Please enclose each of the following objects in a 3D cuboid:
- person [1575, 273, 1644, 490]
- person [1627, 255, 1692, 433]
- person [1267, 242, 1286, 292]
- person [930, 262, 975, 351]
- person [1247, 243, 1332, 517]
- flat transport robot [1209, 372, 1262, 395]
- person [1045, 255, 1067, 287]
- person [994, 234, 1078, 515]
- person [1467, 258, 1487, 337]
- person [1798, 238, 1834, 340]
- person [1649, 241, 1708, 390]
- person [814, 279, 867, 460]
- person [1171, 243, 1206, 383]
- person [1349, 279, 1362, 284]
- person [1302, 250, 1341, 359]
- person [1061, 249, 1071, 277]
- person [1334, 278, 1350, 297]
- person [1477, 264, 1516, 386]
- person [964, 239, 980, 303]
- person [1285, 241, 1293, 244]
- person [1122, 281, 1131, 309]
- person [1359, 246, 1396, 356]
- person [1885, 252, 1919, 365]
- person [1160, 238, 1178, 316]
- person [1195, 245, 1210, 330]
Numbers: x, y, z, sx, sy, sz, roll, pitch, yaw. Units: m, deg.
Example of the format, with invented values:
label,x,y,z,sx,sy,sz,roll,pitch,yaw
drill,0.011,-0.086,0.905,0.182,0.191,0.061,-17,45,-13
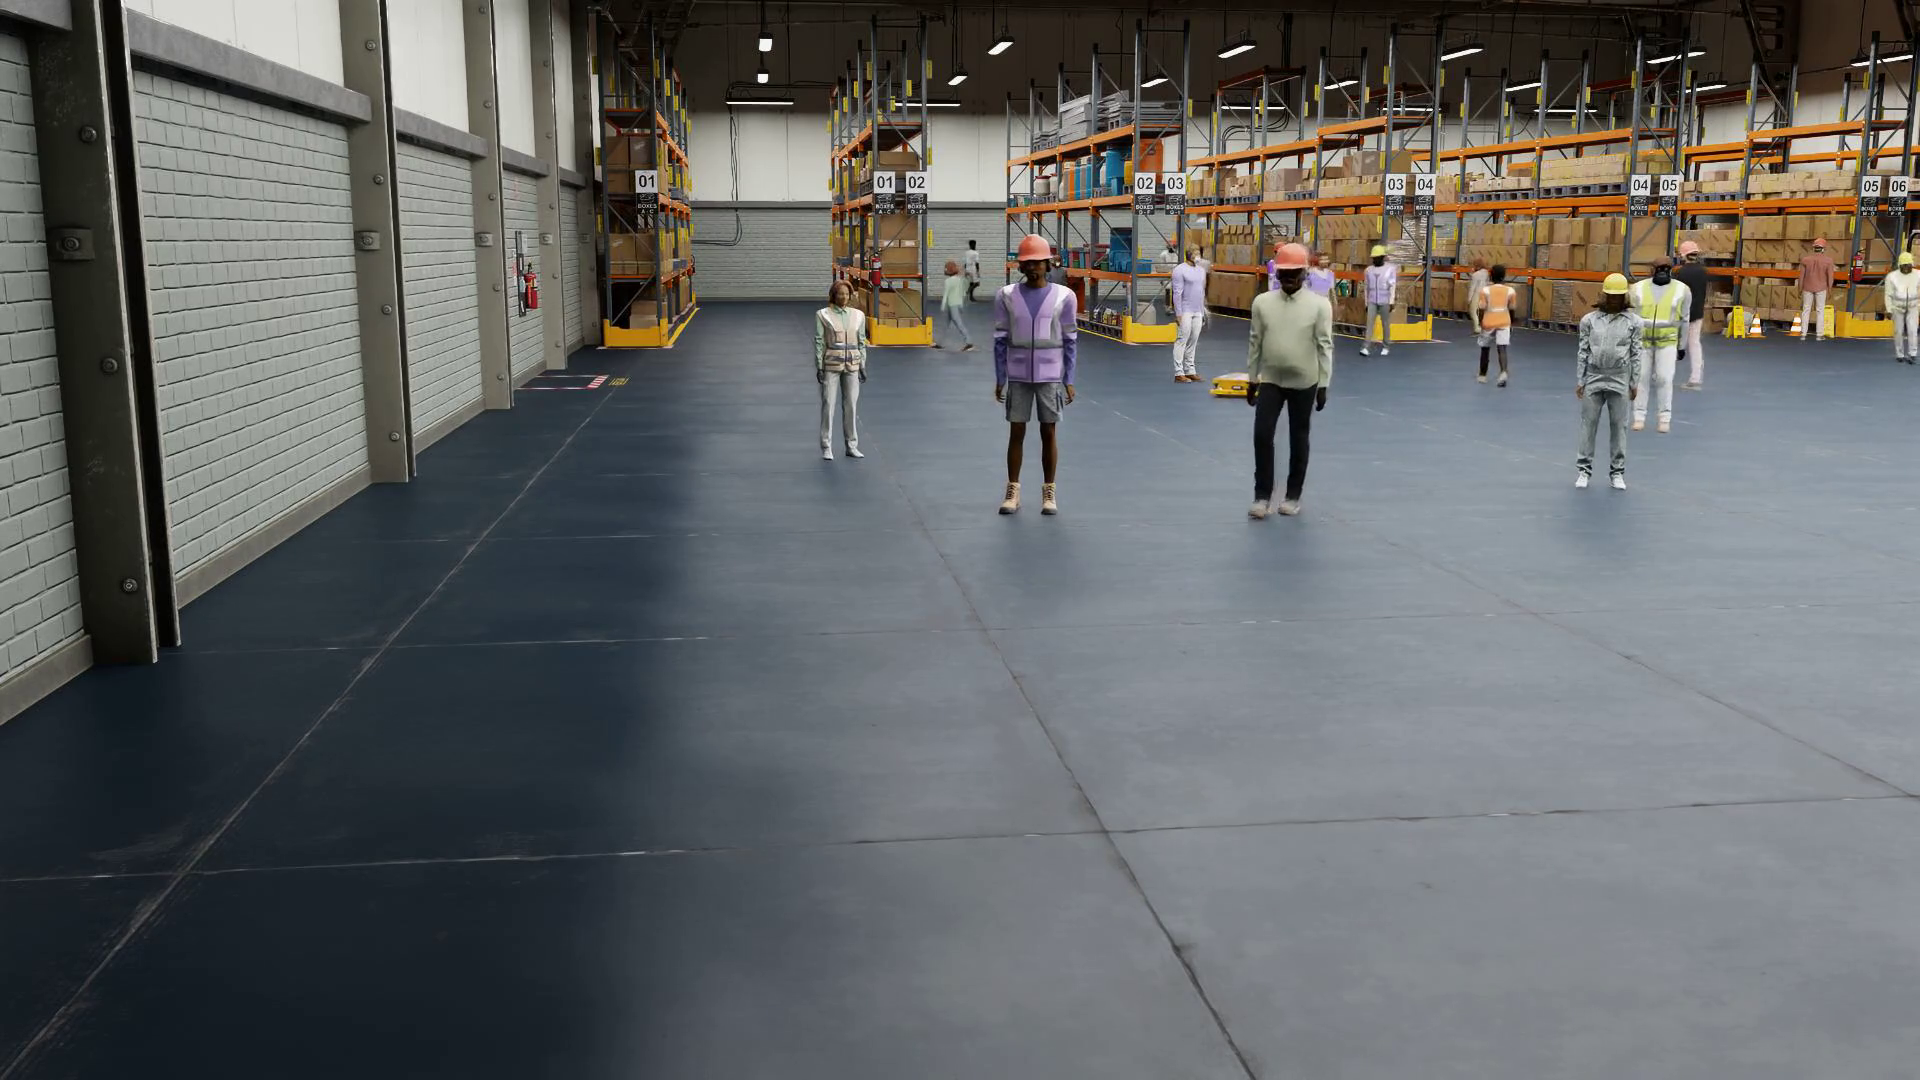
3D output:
label,x,y,z,sx,sy,sz,roll,pitch,yaw
person,5.215,-1.267,13.384,0.485,1.738,0.325,4,11,23
person,7.261,-2.048,17.373,0.643,1.834,0.448,6,12,29
person,6.096,-4.734,31.874,0.386,1.930,0.540,10,14,43
person,-0.114,-4.164,29.677,0.899,1.587,0.511,5,11,25
person,2.329,-1.127,11.950,0.654,1.967,0.777,5,11,26
flat transport robot,3.712,-2.024,21.546,0.652,0.197,1.431,4,11,21
person,2.083,-5.363,36.101,0.500,1.636,0.286,-3,11,-16
person,0.548,-1.196,12.142,0.609,2.044,0.396,2,10,8
person,10.509,-4.909,33.709,0.583,1.612,0.349,-9,14,-41
person,16.807,-4.917,32.675,0.623,1.992,0.396,7,13,34
person,9.651,-3.011,22.318,0.637,1.954,0.935,-3,11,-17
person,-1.095,-1.557,15.223,0.514,1.643,0.307,-5,12,-27
person,3.203,-3.155,23.172,0.629,1.940,0.373,-10,14,-44
person,11.912,-8.031,50.061,0.481,1.892,0.606,-5,12,-26
person,5.547,-3.516,25.487,0.580,1.810,0.783,-7,13,-35
person,2.932,-7.533,47.737,0.577,1.722,0.755,-3,11,-18
person,9.263,-6.255,40.662,0.522,1.760,0.330,-1,10,-4
person,7.335,-2.933,22.724,0.538,1.659,0.861,0,10,2
person,0.337,-8.273,51.184,0.509,1.949,0.635,-8,13,-37
person,7.059,-5.496,36.052,0.625,1.931,0.376,-7,13,-35
person,4.267,-6.512,41.808,0.348,1.863,0.515,9,13,39
person,7.140,-4.068,28.349,0.607,1.879,0.987,7,12,33
person,15.055,-3.670,26.440,0.664,1.777,0.807,5,11,23
person,5.487,-6.826,43.163,0.627,2.001,1.039,1,10,4
person,5.119,-5.410,35.766,0.549,1.856,0.621,-5,11,-24
